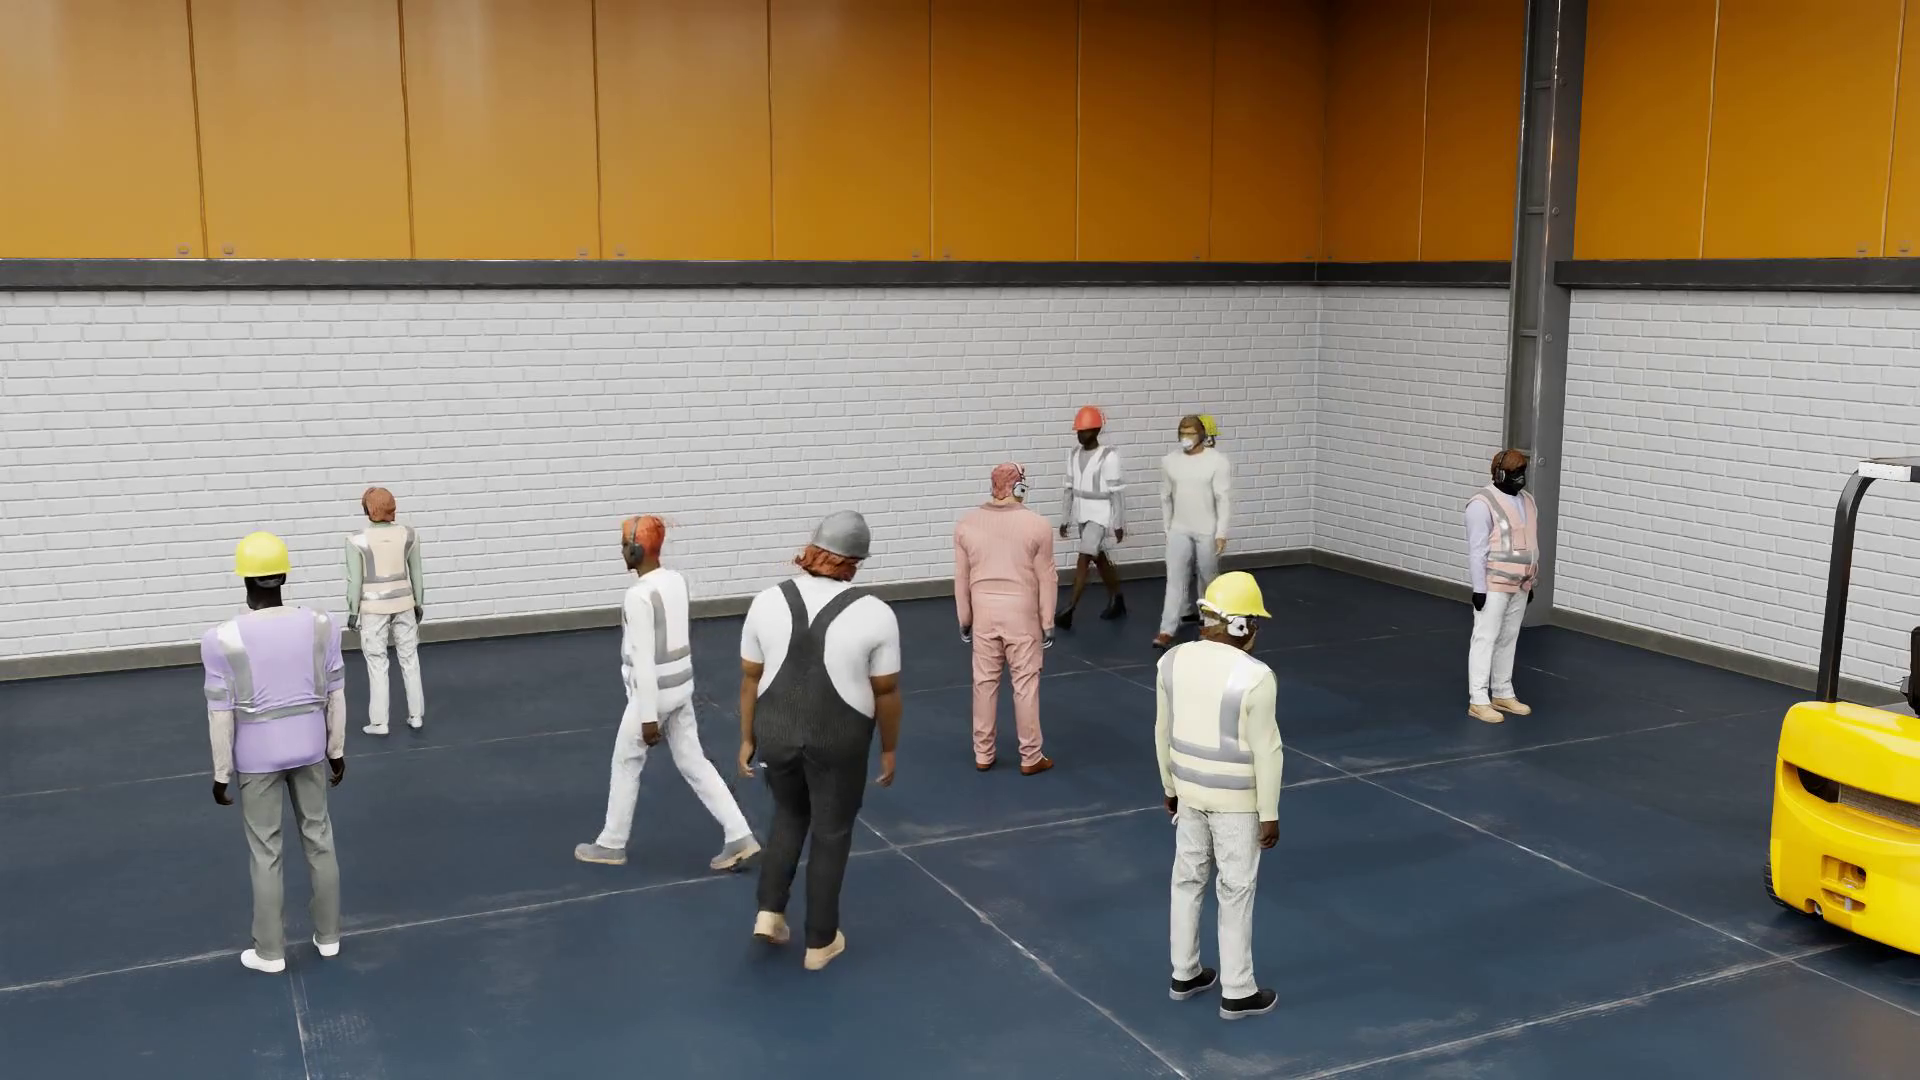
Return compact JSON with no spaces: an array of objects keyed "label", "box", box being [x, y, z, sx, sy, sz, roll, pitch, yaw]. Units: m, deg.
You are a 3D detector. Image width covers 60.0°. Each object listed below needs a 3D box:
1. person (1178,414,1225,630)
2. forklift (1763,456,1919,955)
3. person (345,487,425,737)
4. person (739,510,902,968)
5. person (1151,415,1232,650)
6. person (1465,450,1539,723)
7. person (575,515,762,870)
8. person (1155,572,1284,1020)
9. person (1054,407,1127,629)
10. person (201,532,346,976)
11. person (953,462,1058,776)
[{"label":"person","box":[2.057,-0.152,14.156,0.404,1.833,0.590,-6,11,-33]},{"label":"forklift","box":[4.857,0.731,7.561,2.313,2.155,1.214,-4,10,-25]},{"label":"person","box":[-3.763,0.468,10.910,0.523,1.638,0.310,-8,12,-41]},{"label":"person","box":[-0.589,0.843,7.338,0.714,2.000,0.548,2,9,14]},{"label":"person","box":[1.883,-0.064,13.453,0.649,1.890,1.012,5,10,29]},{"label":"person","box":[3.695,0.304,11.303,0.631,1.843,0.429,-7,12,-37]},{"label":"person","box":[-1.469,0.780,8.389,1.000,1.842,0.592,3,10,18]},{"label":"person","box":[1.078,1.033,6.825,0.403,1.823,0.599,-8,12,-42]},{"label":"person","box":[1.106,-0.199,14.290,1.020,1.884,0.563,-7,12,-38]},{"label":"person","box":[-2.952,0.920,7.206,0.586,1.930,0.357,-8,12,-41]},{"label":"person","box":[0.293,0.475,10.067,0.639,1.901,0.402,4,10,22]}]
